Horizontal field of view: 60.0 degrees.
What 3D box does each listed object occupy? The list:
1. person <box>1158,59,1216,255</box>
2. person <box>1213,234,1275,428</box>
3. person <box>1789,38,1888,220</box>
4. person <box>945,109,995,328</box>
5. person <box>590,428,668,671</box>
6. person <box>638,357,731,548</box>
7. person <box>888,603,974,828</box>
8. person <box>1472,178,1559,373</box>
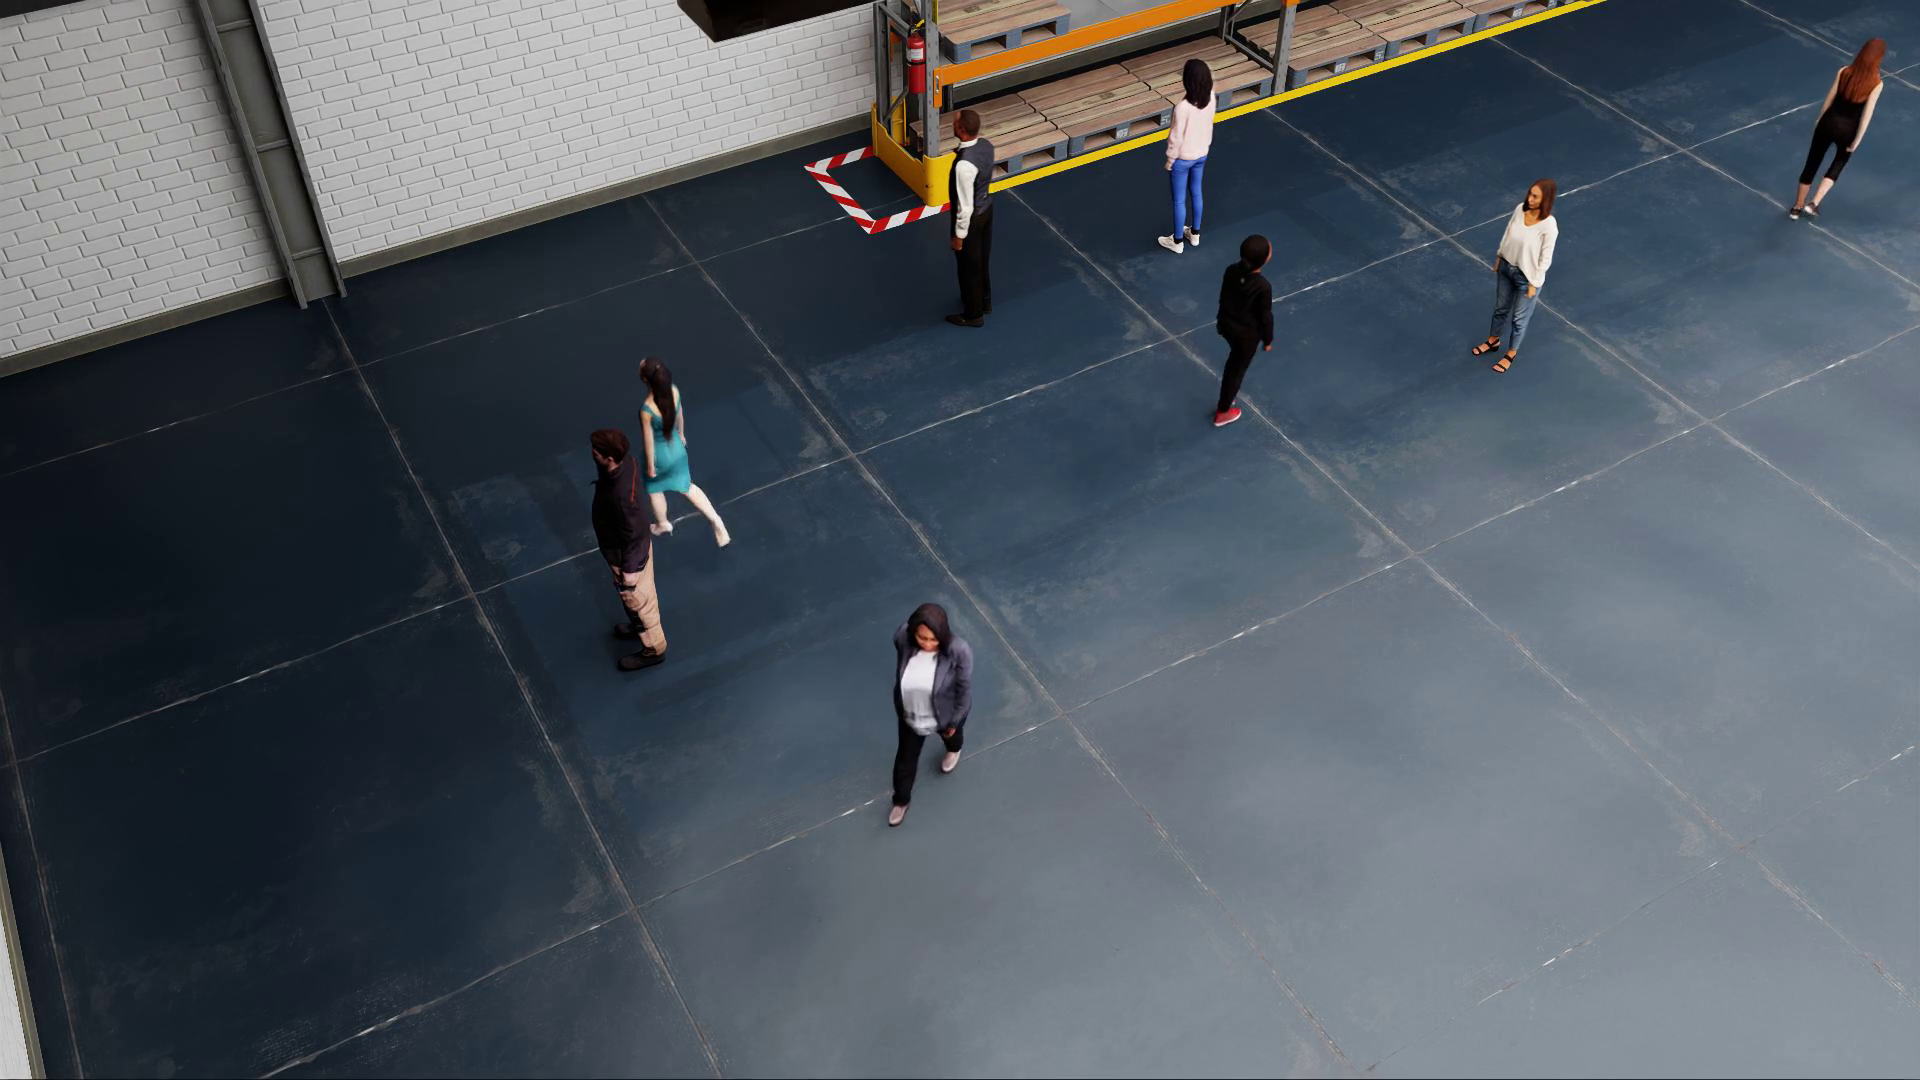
[{"bbox_3d":[1.958,-3.280,14.230,0.509,1.768,0.729,-27,50,-25],"label":"person"},{"bbox_3d":[2.054,-1.532,12.471,0.649,1.663,0.659,-31,51,-28],"label":"person"},{"bbox_3d":[7.632,-3.542,14.544,0.696,1.713,0.725,31,51,28],"label":"person"},{"bbox_3d":[0.093,-2.585,13.393,0.843,1.917,0.744,16,46,17],"label":"person"},{"bbox_3d":[-2.117,0.046,10.624,0.729,1.925,0.770,-8,44,-8],"label":"person"},{"bbox_3d":[-1.967,-0.550,11.437,0.889,1.667,0.971,24,48,23],"label":"person"},{"bbox_3d":[-0.126,0.934,9.962,1.062,1.553,1.135,13,45,14],"label":"person"},{"bbox_3d":[4.405,-2.098,13.051,0.519,1.682,0.615,-21,47,-20],"label":"person"}]
